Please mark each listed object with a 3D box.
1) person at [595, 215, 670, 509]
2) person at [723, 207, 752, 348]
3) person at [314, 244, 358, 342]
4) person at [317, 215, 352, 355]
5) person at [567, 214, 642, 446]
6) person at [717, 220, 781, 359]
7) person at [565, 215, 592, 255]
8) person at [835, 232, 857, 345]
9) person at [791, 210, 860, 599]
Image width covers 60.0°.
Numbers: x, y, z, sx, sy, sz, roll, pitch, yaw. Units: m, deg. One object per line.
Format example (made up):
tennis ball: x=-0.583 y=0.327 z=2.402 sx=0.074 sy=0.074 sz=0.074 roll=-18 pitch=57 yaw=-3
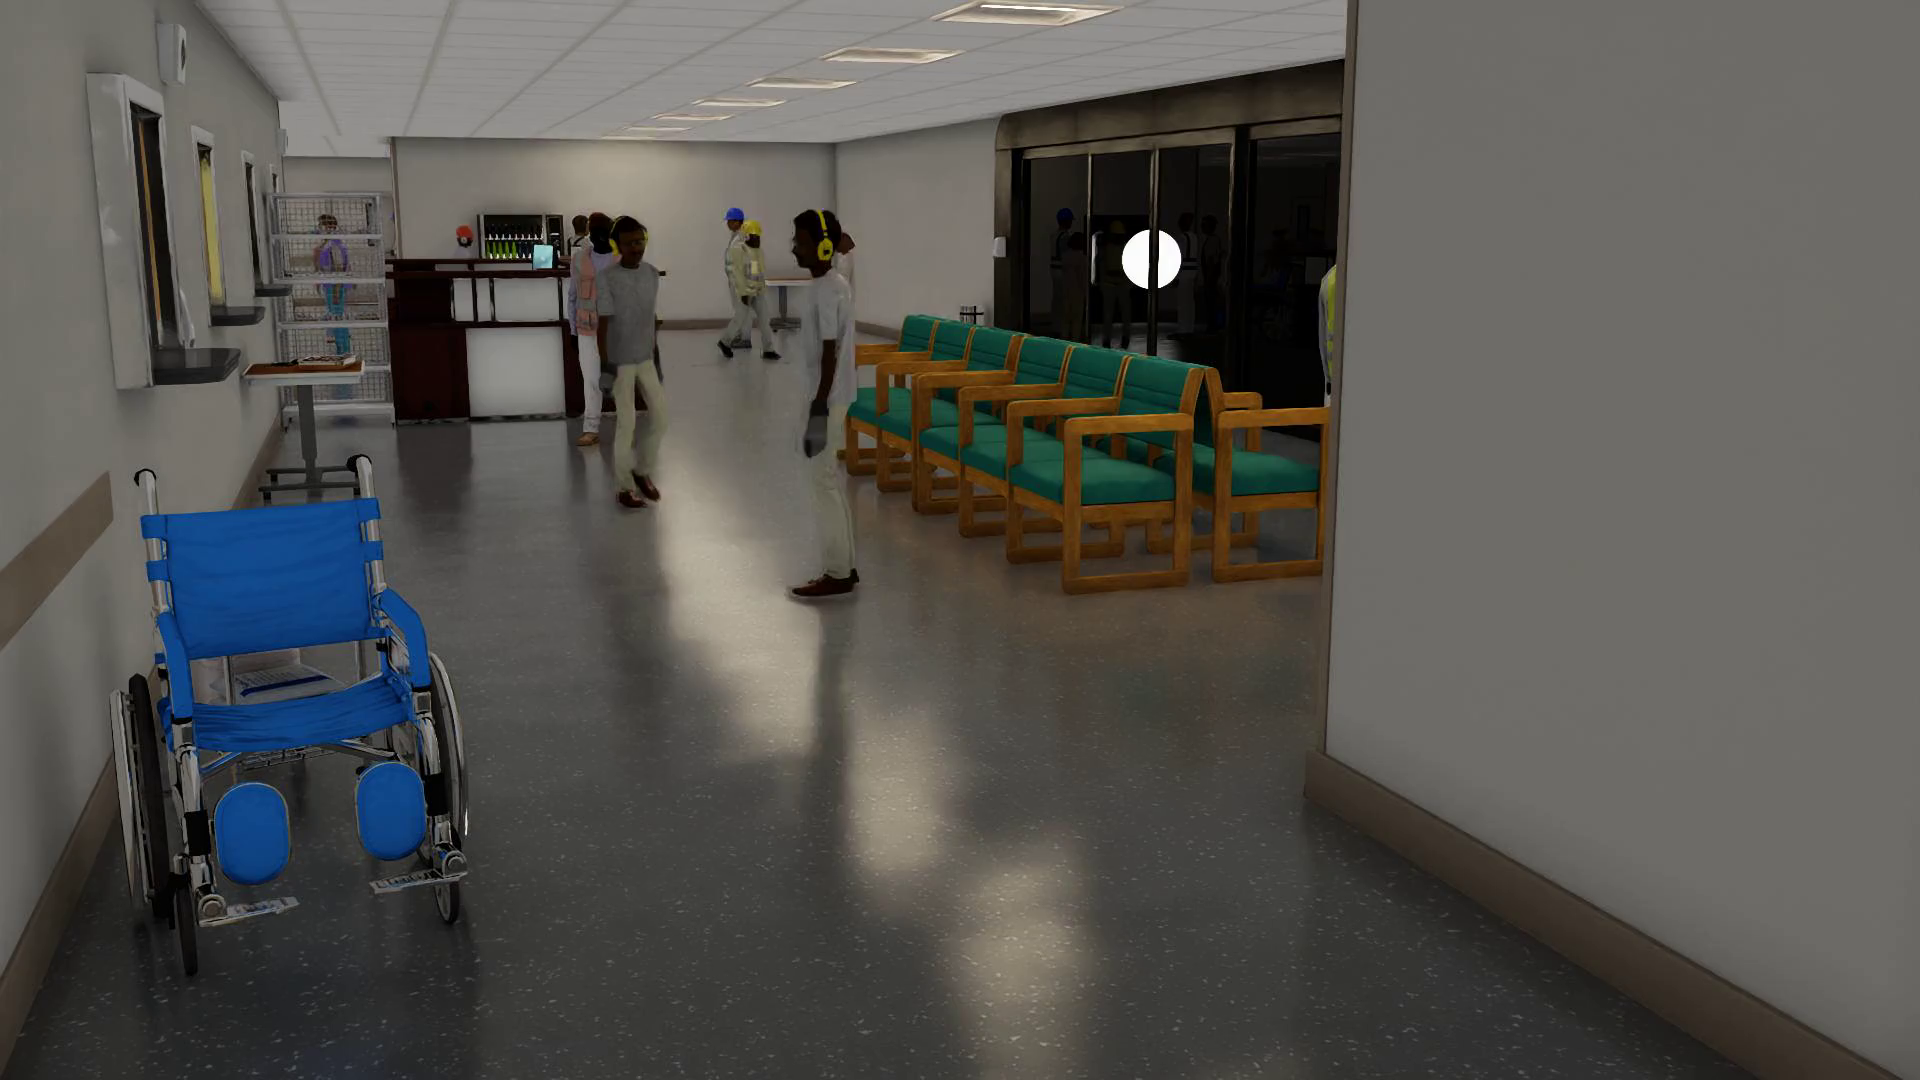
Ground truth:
person: x=-2.047 y=-1.093 z=10.388 sx=0.451 sy=1.834 sz=0.557 roll=10 pitch=15 yaw=42
person: x=-3.094 y=-3.648 z=23.200 sx=0.388 sy=1.949 sz=0.602 roll=-5 pitch=12 yaw=-25
person: x=-9.165 y=-3.779 z=24.456 sx=0.529 sy=1.728 sz=0.783 roll=4 pitch=12 yaw=18
person: x=-7.737 y=-3.089 z=20.604 sx=0.379 sy=1.841 sz=0.570 roll=-6 pitch=12 yaw=-28
person: x=-2.829 y=-1.663 z=13.292 sx=0.622 sy=1.845 sz=0.429 roll=1 pitch=11 yaw=4
person: x=-2.762 y=-3.227 z=21.464 sx=0.915 sy=1.789 sz=0.580 roll=8 pitch=14 yaw=36
person: x=-4.945 y=-3.320 z=21.776 sx=0.514 sy=1.844 sz=0.328 roll=9 pitch=14 yaw=38
person: x=-1.457 y=-3.088 z=21.170 sx=0.284 sy=1.628 sz=0.500 roll=0 pitch=11 yaw=-1
person: x=-0.645 y=-0.634 z=8.013 sx=0.309 sy=1.863 sz=0.584 roll=0 pitch=11 yaw=1
